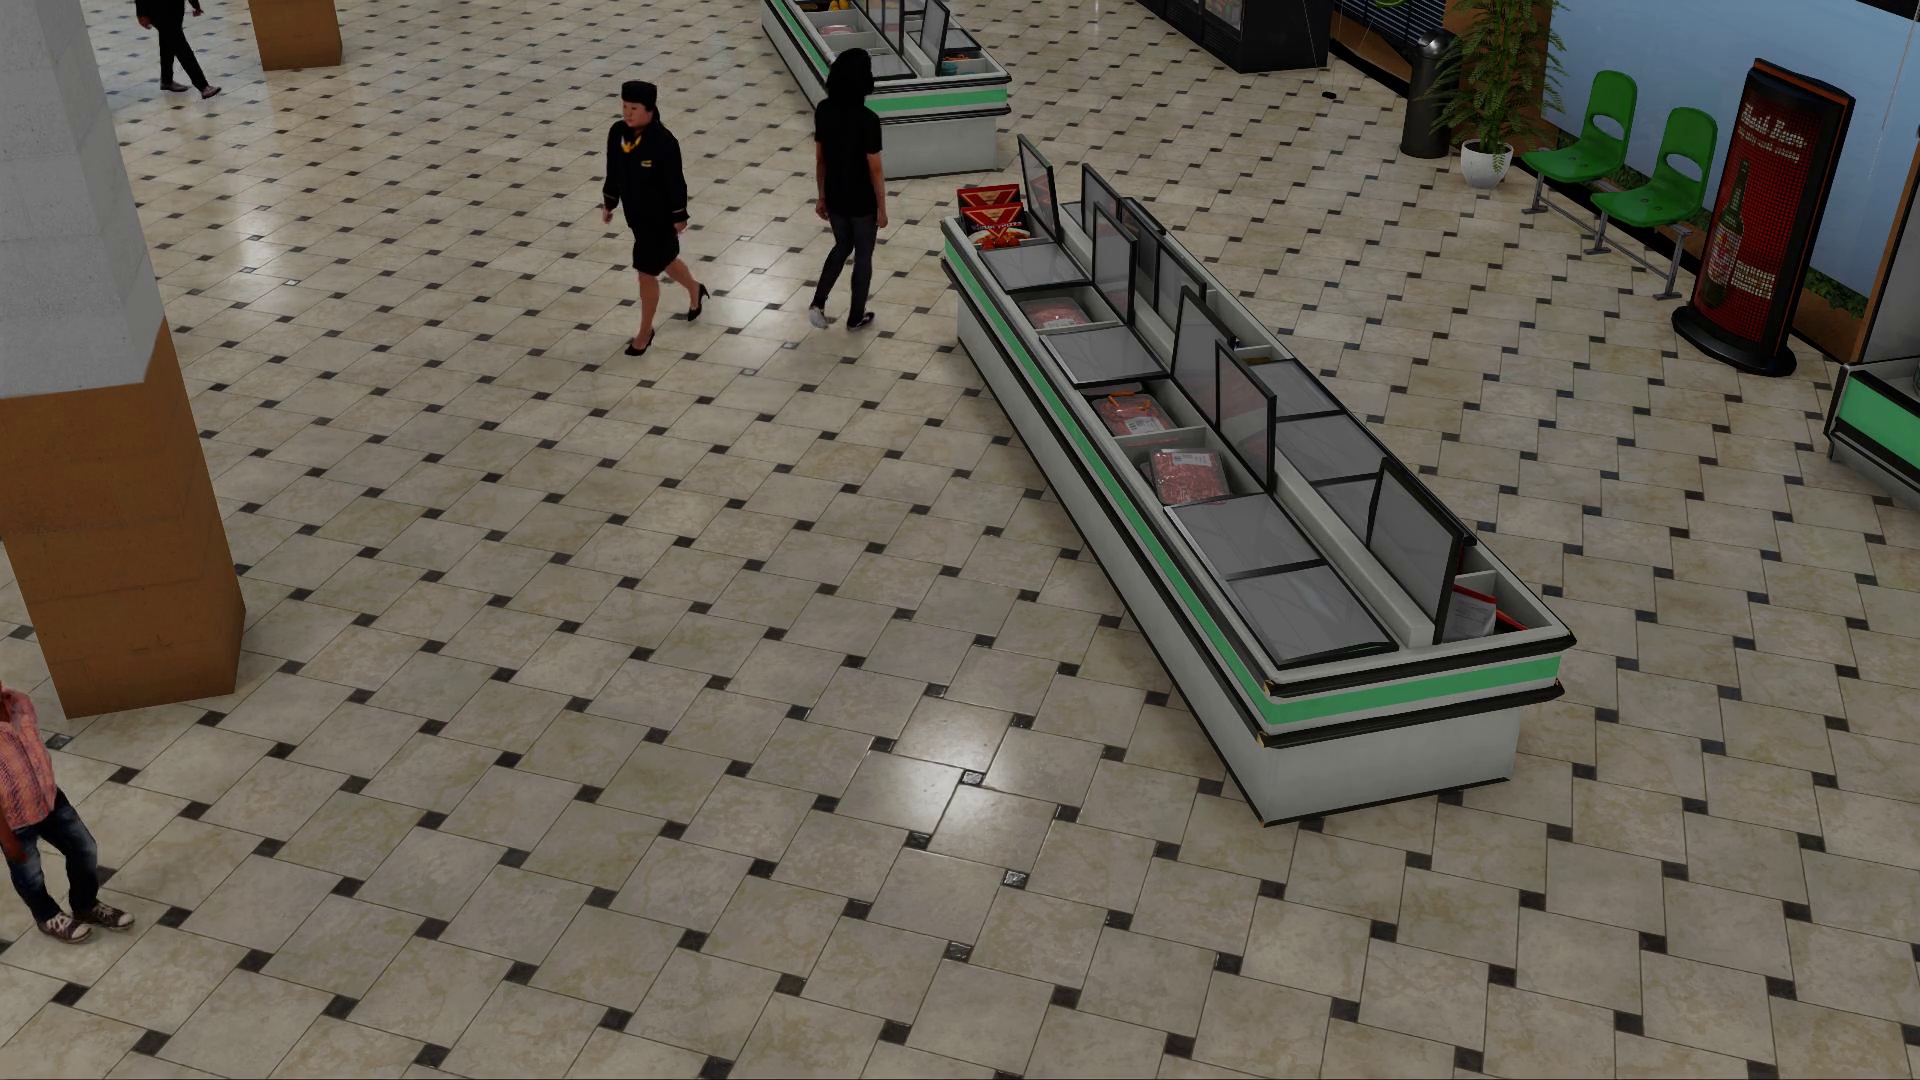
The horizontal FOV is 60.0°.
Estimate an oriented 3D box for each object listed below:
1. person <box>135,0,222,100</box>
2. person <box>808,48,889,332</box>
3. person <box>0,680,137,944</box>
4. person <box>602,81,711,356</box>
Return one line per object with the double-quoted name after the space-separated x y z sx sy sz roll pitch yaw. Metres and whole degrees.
-7.041 -4.657 14.566 1.078 1.572 1.092 10 33 16 "person"
-0.722 -2.075 10.190 0.914 1.812 0.972 17 36 25 "person"
-3.369 0.910 5.880 0.693 1.297 0.631 10 33 16 "person"
-1.846 -2.009 10.250 1.117 1.637 1.110 23 39 32 "person"
